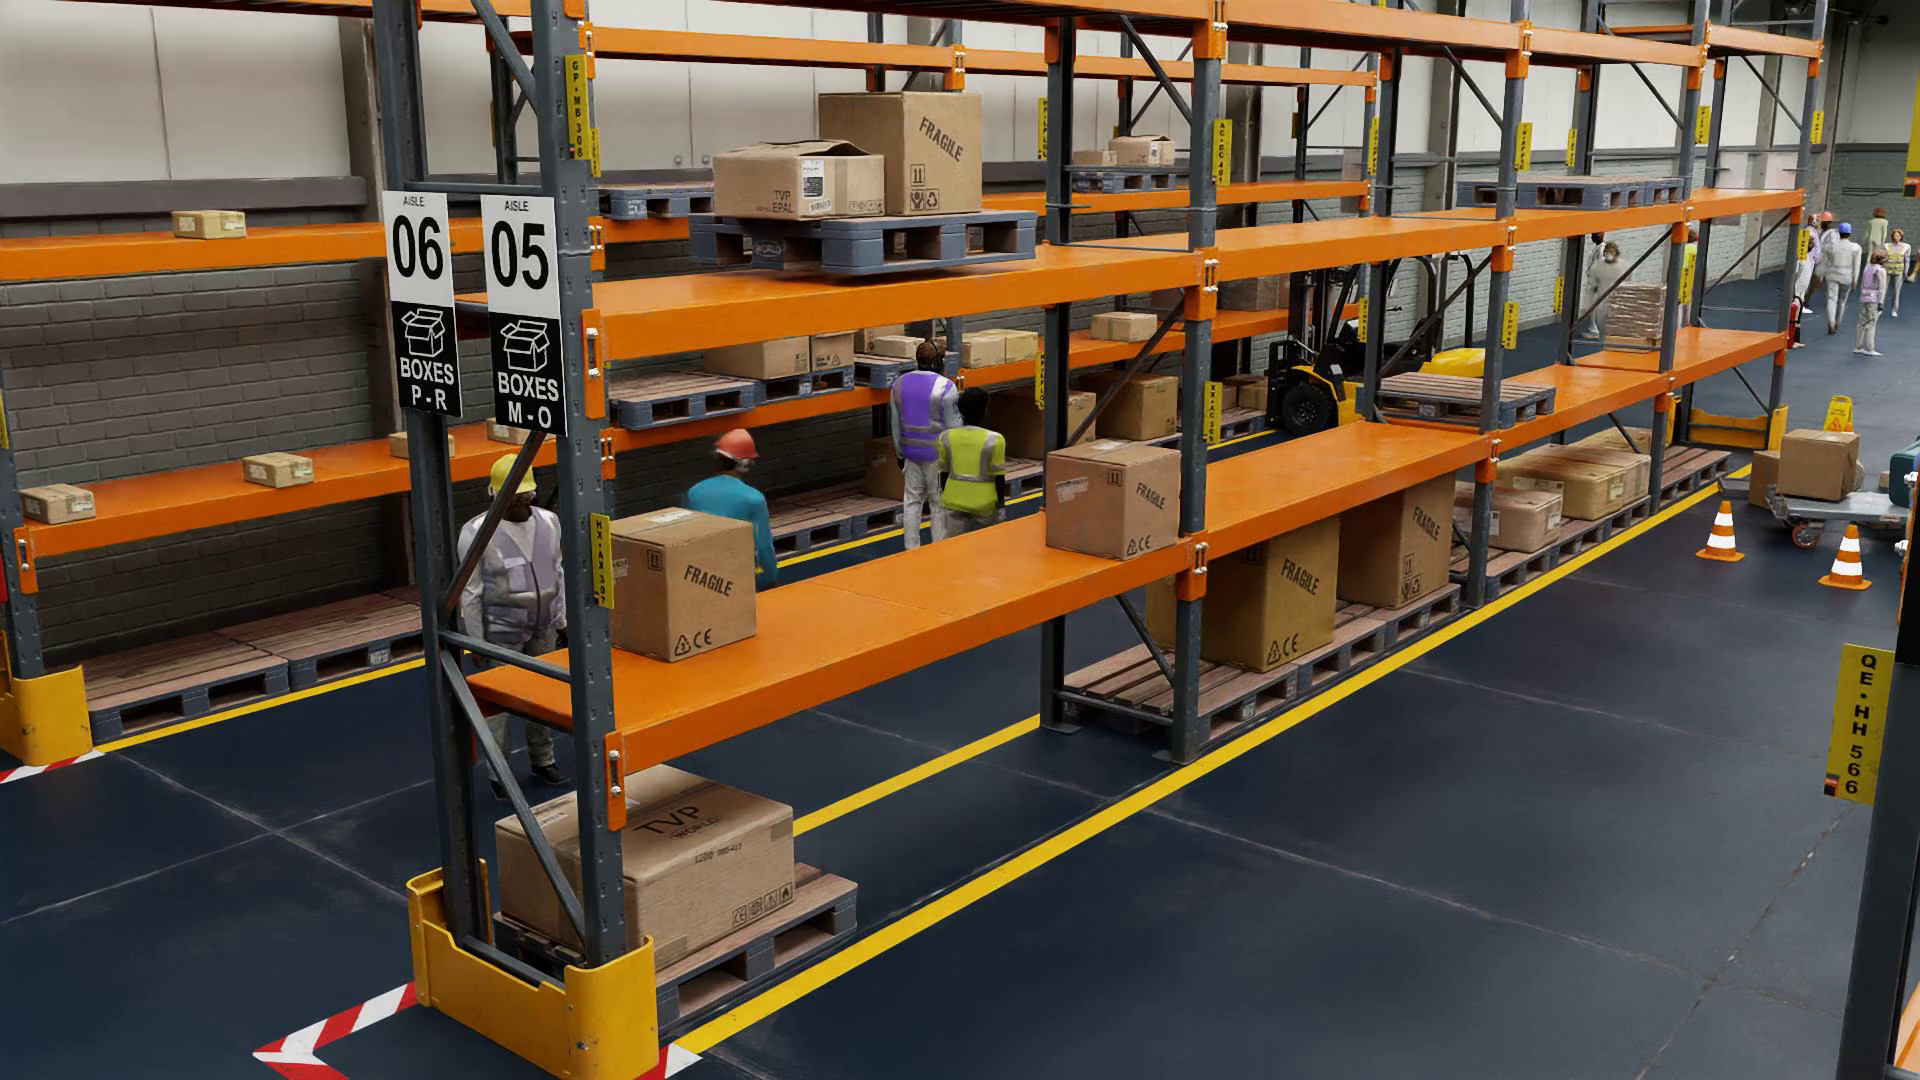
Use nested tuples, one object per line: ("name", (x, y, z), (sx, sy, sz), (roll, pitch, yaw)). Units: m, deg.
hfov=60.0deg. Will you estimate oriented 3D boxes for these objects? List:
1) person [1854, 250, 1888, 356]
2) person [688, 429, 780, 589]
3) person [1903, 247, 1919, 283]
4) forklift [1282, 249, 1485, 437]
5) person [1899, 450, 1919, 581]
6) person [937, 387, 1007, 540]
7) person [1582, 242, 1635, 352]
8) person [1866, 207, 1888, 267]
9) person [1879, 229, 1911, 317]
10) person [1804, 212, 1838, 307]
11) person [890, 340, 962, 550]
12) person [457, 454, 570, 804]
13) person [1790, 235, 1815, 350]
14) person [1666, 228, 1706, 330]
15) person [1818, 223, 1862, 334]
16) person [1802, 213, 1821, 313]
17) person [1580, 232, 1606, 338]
("person", (14.243, -3.704, 25.987), (0.314, 1.636, 0.515), (-1, 14, -4))
("person", (-1.340, 0.179, 10.019), (0.571, 1.697, 0.916), (10, 17, 36))
("person", (22.223, -6.867, 38.152), (1.032, 1.984, 0.615), (-6, 15, -23))
("forklift", (4.886, -2.214, 18.767), (2.313, 2.155, 1.214), (11, 18, 38))
("person", (5.831, 0.088, 9.712), (0.609, 2.040, 0.395), (5, 15, 21))
("person", (0.120, -0.267, 11.905), (0.565, 1.670, 0.710), (6, 15, 22))
("person", (9.290, -3.332, 23.944), (0.646, 1.885, 1.022), (10, 17, 34))
("person", (22.417, -7.314, 40.702), (0.329, 1.622, 0.504), (-10, 17, -36))
("person", (17.623, -5.041, 31.424), (0.523, 1.637, 0.310), (8, 16, 29))
("person", (17.152, -5.559, 33.051), (1.012, 1.891, 0.546), (0, 14, -1))
("person", (-0.239, -0.668, 13.200), (0.634, 1.841, 0.429), (9, 16, 33))
("person", (-2.291, 0.448, 8.673), (0.403, 1.832, 0.594), (13, 19, 43))
("person", (13.448, -3.978, 26.701), (0.501, 1.839, 0.342), (-13, 19, -43))
("person", (12.460, -4.430, 28.586), (0.590, 1.811, 0.814), (4, 14, 15))
("person", (15.214, -4.525, 28.797), (0.610, 1.904, 1.008), (6, 15, 25))
("person", (16.351, -5.330, 32.066), (0.399, 1.900, 0.644), (5, 15, 18))
("person", (10.776, -4.368, 28.174), (0.354, 1.887, 0.573), (4, 14, 16))
